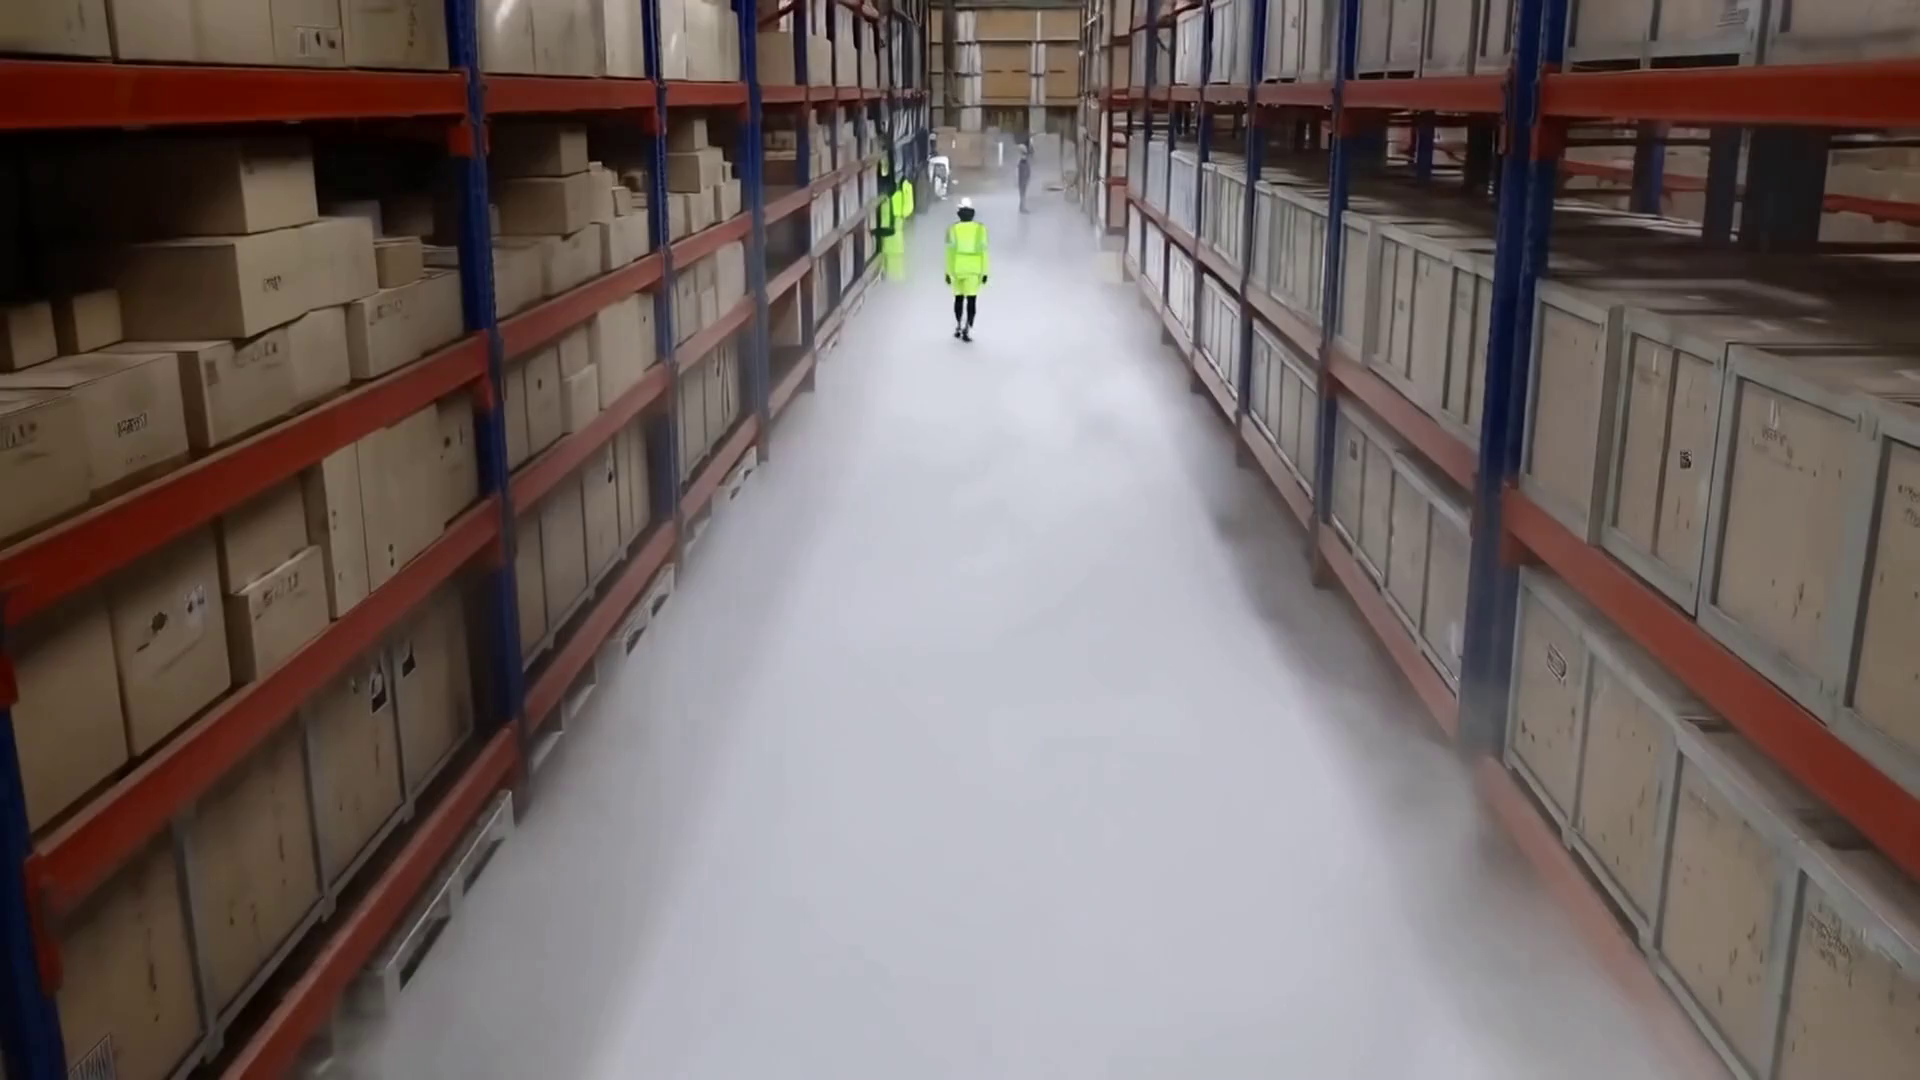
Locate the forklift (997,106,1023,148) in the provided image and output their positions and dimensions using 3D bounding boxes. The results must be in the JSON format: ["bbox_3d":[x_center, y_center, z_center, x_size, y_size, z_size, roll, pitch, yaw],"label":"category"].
[{"bbox_3d":[2.316,-20.273,83.220,1.129,2.768,1.873,-7,17,-24],"label":"forklift"}]

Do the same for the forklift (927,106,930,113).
[{"bbox_3d":[-2.001,-20.667,84.687,1.129,2.768,1.873,0,15,2],"label":"forklift"}]

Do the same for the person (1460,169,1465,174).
[{"bbox_3d":[10.623,-6.924,35.385,0.398,1.915,0.588,1,15,3],"label":"person"}]

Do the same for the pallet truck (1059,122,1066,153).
[{"bbox_3d":[5.788,-21.111,88.014,1.885,1.965,0.823,5,16,18],"label":"pallet truck"}]

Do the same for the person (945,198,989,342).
[{"bbox_3d":[0.103,-3.889,23.922,0.618,2.005,0.825,1,15,3],"label":"person"}]

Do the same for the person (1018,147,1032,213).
[{"bbox_3d":[1.926,-10.675,49.356,0.401,1.910,0.640,1,15,3],"label":"person"}]

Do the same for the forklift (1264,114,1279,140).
[{"bbox_3d":[11.031,-14.036,60.014,1.129,2.768,1.873,0,15,2],"label":"forklift"}]
